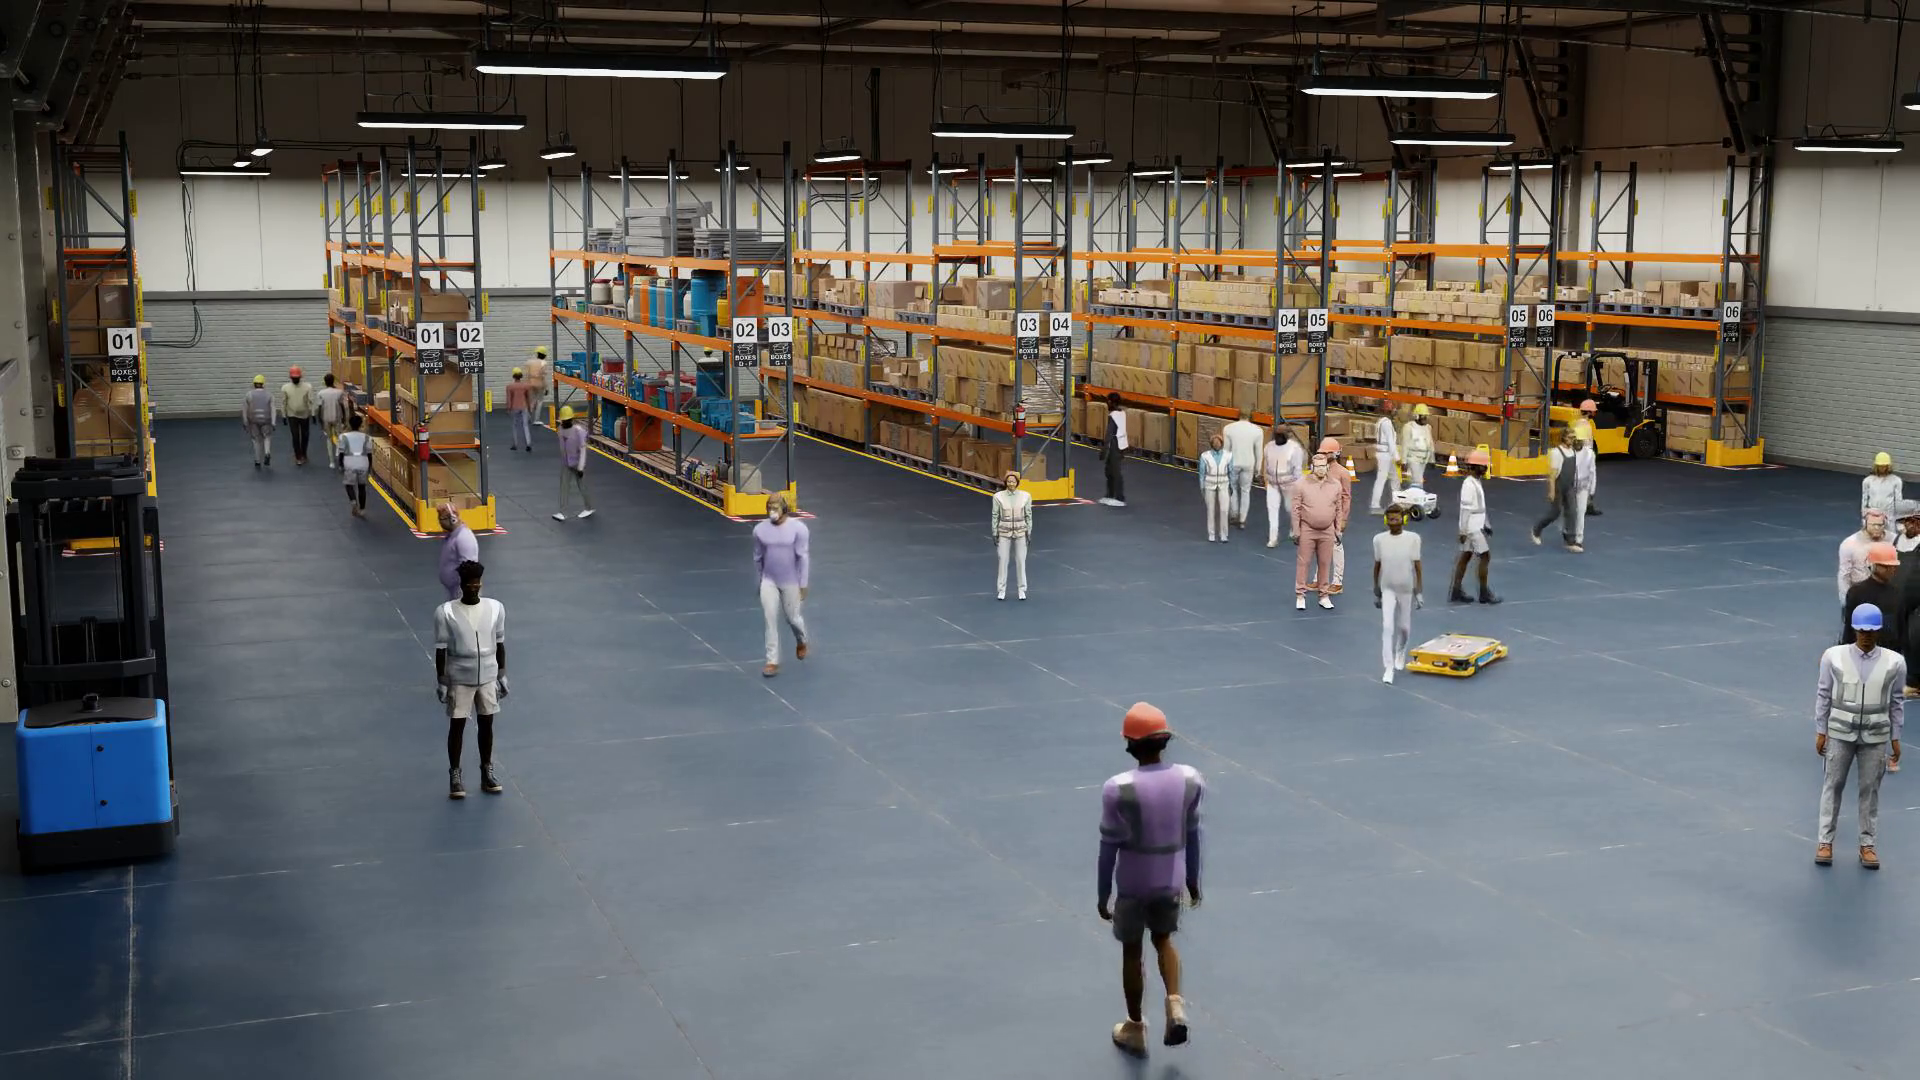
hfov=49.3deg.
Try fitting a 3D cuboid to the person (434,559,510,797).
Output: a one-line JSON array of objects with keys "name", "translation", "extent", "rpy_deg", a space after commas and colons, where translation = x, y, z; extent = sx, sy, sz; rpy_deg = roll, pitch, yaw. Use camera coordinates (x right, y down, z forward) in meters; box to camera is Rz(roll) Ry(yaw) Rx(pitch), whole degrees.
[{"name": "person", "translation": [-4.020, 1.124, 17.263], "extent": [0.613, 1.962, 0.364], "rpy_deg": [-5, 10, -31]}]

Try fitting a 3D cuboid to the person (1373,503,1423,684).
[{"name": "person", "translation": [4.553, 0.510, 21.793], "extent": [0.522, 1.847, 0.852], "rpy_deg": [2, 9, 11]}]

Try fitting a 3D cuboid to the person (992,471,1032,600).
[{"name": "person", "translation": [0.651, -0.059, 26.269], "extent": [0.508, 1.629, 0.317], "rpy_deg": [0, 9, -2]}]

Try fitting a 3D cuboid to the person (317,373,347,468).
[{"name": "person", "translation": [-12.143, -2.307, 40.497], "extent": [0.559, 1.854, 0.459], "rpy_deg": [-3, 9, -16]}]

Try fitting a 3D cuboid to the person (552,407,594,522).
[{"name": "person", "translation": [-6.156, -1.221, 33.344], "extent": [0.591, 1.839, 1.073], "rpy_deg": [4, 9, 24]}]

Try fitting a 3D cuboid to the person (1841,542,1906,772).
[{"name": "person", "translation": [7.934, 0.970, 18.295], "extent": [0.623, 1.970, 0.869], "rpy_deg": [-3, 9, -19]}]

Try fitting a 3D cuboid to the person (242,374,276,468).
[{"name": "person", "translation": [-13.607, -2.305, 40.655], "extent": [0.607, 1.811, 0.429], "rpy_deg": [-3, 9, -21]}]

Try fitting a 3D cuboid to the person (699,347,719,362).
[{"name": "person", "translation": [-6.187, -3.924, 51.582], "extent": [0.533, 1.767, 0.315], "rpy_deg": [-3, 9, -21]}]

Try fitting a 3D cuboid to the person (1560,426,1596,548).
[{"name": "person", "translation": [8.937, -0.780, 30.488], "extent": [0.617, 1.806, 0.738], "rpy_deg": [1, 9, 10]}]

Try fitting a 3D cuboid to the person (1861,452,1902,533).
[{"name": "person", "translation": [12.160, -0.318, 27.660], "extent": [0.494, 1.725, 0.656], "rpy_deg": [3, 9, 21]}]

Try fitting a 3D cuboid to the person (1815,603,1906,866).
[{"name": "person", "translation": [6.586, 1.419, 15.350], "extent": [0.602, 1.949, 0.396], "rpy_deg": [3, 9, 18]}]

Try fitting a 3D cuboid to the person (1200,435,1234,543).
[{"name": "person", "translation": [3.801, -0.743, 30.930], "extent": [0.526, 1.602, 0.827], "rpy_deg": [0, 9, 1]}]

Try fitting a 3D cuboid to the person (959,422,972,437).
[{"name": "person", "translation": [0.152, -2.842, 44.050], "extent": [0.542, 1.860, 0.412], "rpy_deg": [-3, 9, -18]}]

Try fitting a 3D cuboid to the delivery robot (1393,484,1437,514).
[{"name": "delivery robot", "translation": [7.304, -0.659, 33.664], "extent": [0.477, 0.478, 0.707], "rpy_deg": [-7, 11, -38]}]

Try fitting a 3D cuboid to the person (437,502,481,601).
[{"name": "person", "translation": [-5.066, 0.550, 21.369], "extent": [0.472, 1.886, 0.688], "rpy_deg": [-3, 9, -22]}]

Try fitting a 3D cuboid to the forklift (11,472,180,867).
[{"name": "forklift", "translation": [-6.630, 0.886, 15.957], "extent": [1.129, 2.768, 1.873], "rpy_deg": [-3, 9, -21]}]

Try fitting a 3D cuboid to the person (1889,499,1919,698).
[{"name": "person", "translation": [9.439, 0.586, 20.745], "extent": [0.553, 2.000, 0.709], "rpy_deg": [-3, 9, -16]}]

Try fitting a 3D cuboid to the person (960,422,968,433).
[{"name": "person", "translation": [0.138, -3.272, 46.946], "extent": [0.580, 1.859, 0.831], "rpy_deg": [-3, 9, -20]}]

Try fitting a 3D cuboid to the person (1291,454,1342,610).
[{"name": "person", "translation": [4.375, -0.102, 25.635], "extent": [0.636, 1.909, 0.404], "rpy_deg": [-1, 9, -7]}]

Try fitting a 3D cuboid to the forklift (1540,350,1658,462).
[{"name": "forklift", "translation": [12.897, -2.725, 42.309], "extent": [2.313, 2.155, 1.214], "rpy_deg": [-3, 9, -21]}]

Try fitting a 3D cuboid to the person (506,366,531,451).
[{"name": "person", "translation": [-9.228, -2.738, 43.808], "extent": [0.529, 1.792, 0.457], "rpy_deg": [-4, 10, -26]}]

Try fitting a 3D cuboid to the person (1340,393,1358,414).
[{"name": "person", "translation": [9.331, -3.793, 50.242], "extent": [0.597, 1.903, 0.536], "rpy_deg": [-3, 9, -21]}]

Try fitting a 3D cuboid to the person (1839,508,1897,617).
[{"name": "person", "translation": [9.209, 0.584, 21.163], "extent": [0.689, 1.877, 0.620], "rpy_deg": [2, 9, 10]}]

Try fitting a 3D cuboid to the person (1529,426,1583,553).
[{"name": "person", "translation": [8.655, -0.751, 30.270], "extent": [0.515, 1.824, 0.805], "rpy_deg": [-6, 10, -35]}]

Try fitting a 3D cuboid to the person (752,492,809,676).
[{"name": "person", "translation": [-1.862, 0.435, 22.028], "extent": [0.634, 1.915, 0.760], "rpy_deg": [2, 9, 13]}]

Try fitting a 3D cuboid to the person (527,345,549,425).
[{"name": "person", "translation": [-9.909, -3.624, 49.134], "extent": [0.630, 1.887, 0.509], "rpy_deg": [4, 10, 27]}]

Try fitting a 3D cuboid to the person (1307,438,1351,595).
[{"name": "person", "translation": [4.706, -0.312, 26.736], "extent": [0.380, 1.996, 0.608], "rpy_deg": [-6, 11, -36]}]

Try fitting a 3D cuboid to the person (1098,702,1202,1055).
[{"name": "person", "translation": [1.074, 1.915, 11.783], "extent": [0.645, 2.028, 0.502], "rpy_deg": [-3, 9, -20]}]

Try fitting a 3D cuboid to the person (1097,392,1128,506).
[{"name": "person", "translation": [2.536, -1.531, 35.181], "extent": [0.567, 1.911, 0.608], "rpy_deg": [3, 9, 17]}]

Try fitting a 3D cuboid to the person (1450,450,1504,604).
[{"name": "person", "translation": [6.484, -0.161, 25.996], "extent": [0.786, 1.907, 0.564], "rpy_deg": [2, 9, 15]}]

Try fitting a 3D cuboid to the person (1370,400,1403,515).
[{"name": "person", "translation": [7.071, -1.331, 34.019], "extent": [0.815, 1.855, 0.586], "rpy_deg": [2, 9, 10]}]

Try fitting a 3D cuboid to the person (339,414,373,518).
[{"name": "person", "translation": [-9.649, -1.176, 33.523], "extent": [0.539, 1.679, 0.482], "rpy_deg": [-4, 9, -25]}]

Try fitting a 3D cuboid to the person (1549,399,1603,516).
[{"name": "person", "translation": [9.988, -1.331, 33.854], "extent": [0.844, 1.914, 0.550], "rpy_deg": [0, 9, -1]}]

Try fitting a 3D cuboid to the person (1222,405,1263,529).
[{"name": "person", "translation": [4.399, -1.164, 32.707], "extent": [0.637, 1.904, 0.858], "rpy_deg": [1, 9, 5]}]

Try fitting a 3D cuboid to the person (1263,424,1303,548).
[{"name": "person", "translation": [4.786, -0.828, 30.839], "extent": [0.635, 1.813, 0.841], "rpy_deg": [4, 10, 27]}]

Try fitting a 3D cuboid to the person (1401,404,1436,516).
[{"name": "person", "translation": [7.498, -1.289, 33.860], "extent": [0.627, 1.804, 0.759], "rpy_deg": [-6, 11, -37]}]

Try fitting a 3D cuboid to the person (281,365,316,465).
[{"name": "person", "translation": [-13.059, -2.481, 41.313], "extent": [0.633, 1.963, 0.837], "rpy_deg": [-3, 9, -20]}]

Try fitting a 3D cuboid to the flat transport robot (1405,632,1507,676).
[{"name": "flat transport robot", "translation": [5.325, 1.215, 22.419], "extent": [0.652, 0.197, 1.431], "rpy_deg": [5, 10, 31]}]
